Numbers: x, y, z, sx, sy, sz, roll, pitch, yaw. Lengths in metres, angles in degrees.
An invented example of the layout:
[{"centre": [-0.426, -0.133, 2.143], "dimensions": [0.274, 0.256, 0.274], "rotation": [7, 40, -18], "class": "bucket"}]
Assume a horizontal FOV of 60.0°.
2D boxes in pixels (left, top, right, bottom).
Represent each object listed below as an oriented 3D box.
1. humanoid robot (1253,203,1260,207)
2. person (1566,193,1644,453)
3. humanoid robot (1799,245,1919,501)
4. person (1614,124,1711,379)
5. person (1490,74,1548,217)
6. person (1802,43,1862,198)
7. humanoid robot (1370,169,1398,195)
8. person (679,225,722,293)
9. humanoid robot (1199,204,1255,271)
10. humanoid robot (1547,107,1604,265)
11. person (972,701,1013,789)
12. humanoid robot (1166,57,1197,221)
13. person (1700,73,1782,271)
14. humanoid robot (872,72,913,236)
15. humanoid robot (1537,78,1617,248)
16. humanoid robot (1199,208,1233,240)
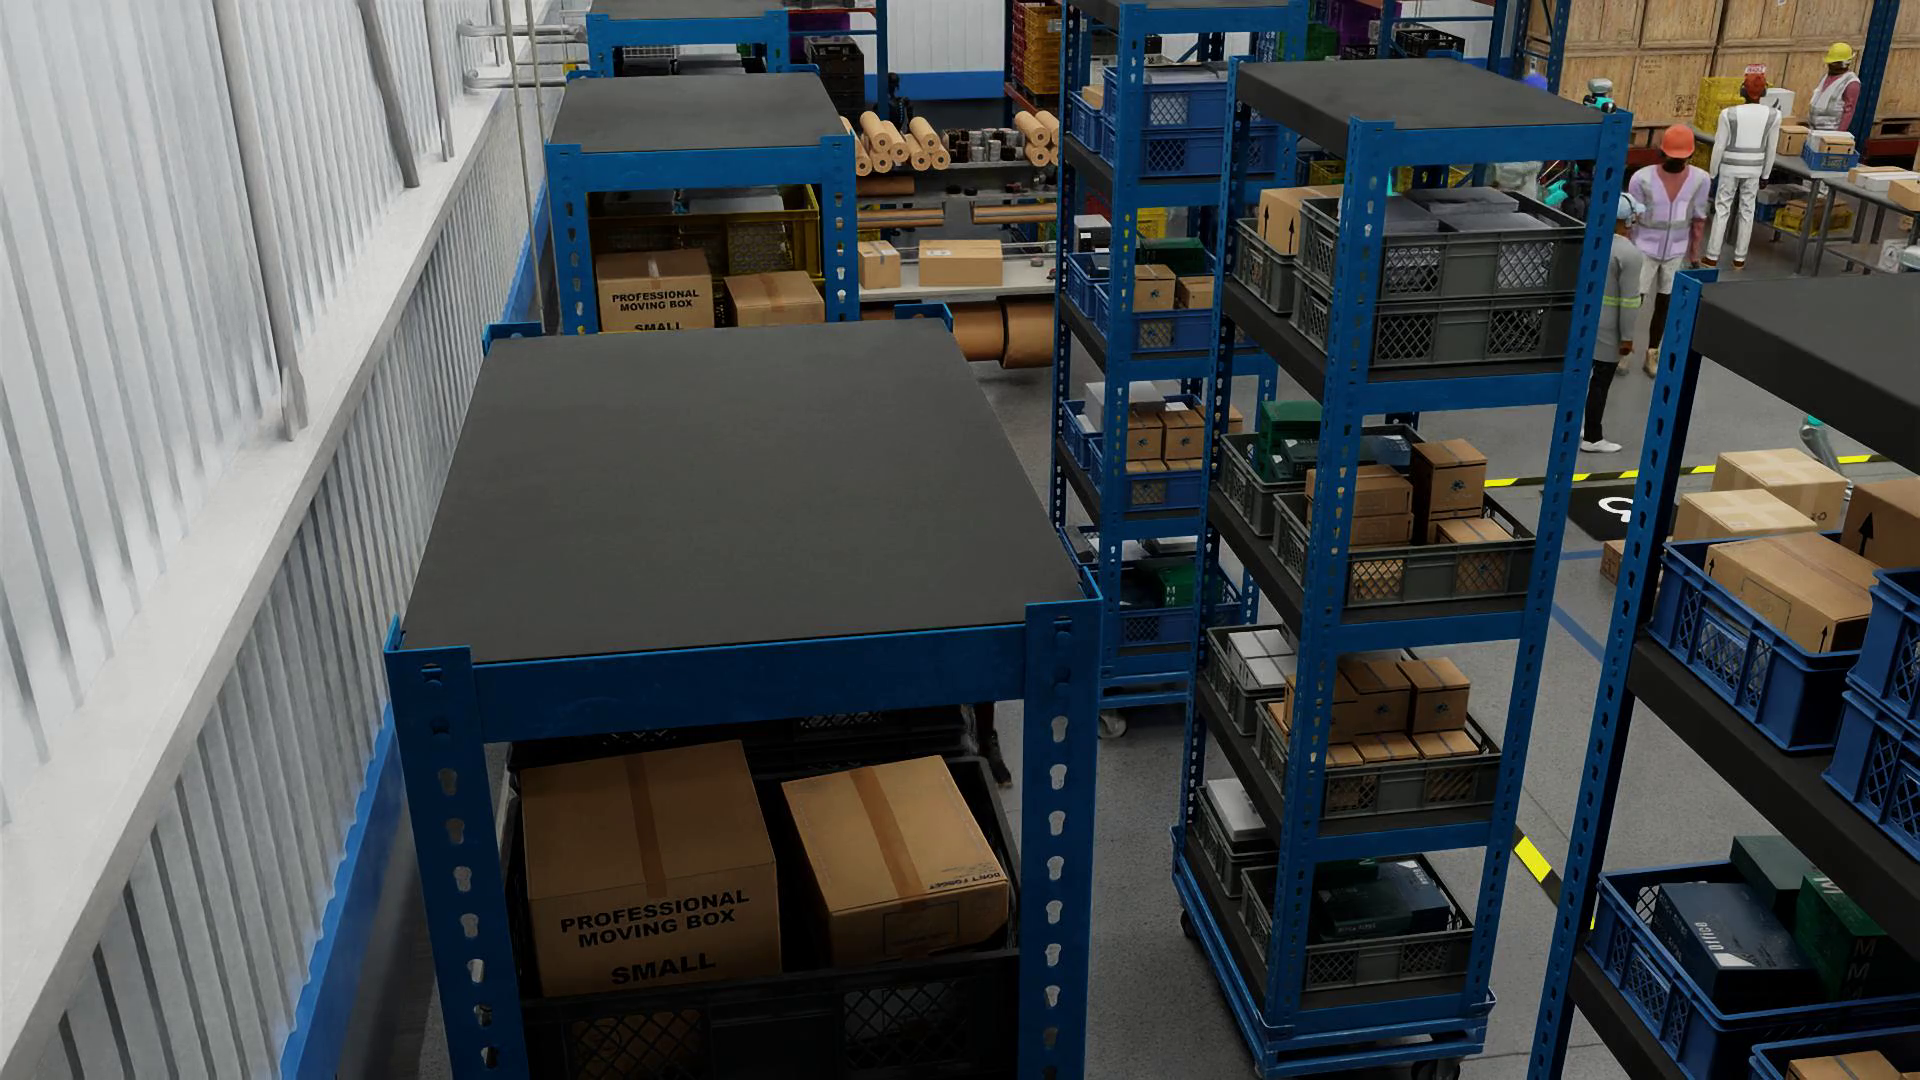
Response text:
[{"centre": [3.173, -4.514, 18.451], "dimensions": [0.675, 1.629, 0.593], "rotation": [3, 25, 7], "class": "humanoid robot"}, {"centre": [4.550, -1.527, 11.722], "dimensions": [0.364, 1.852, 0.595], "rotation": [-9, 26, -18], "class": "person"}, {"centre": [5.799, -1.094, 10.765], "dimensions": [0.735, 1.672, 0.533], "rotation": [15, 28, 29], "class": "humanoid robot"}, {"centre": [5.541, -2.273, 13.147], "dimensions": [0.620, 2.027, 0.427], "rotation": [3, 25, 6], "class": "person"}, {"centre": [5.301, -3.525, 15.981], "dimensions": [0.610, 1.921, 0.840], "rotation": [-7, 25, -14], "class": "person"}, {"centre": [9.513, -4.527, 18.280], "dimensions": [0.403, 1.822, 0.587], "rotation": [-4, 25, -9], "class": "person"}, {"centre": [3.811, -2.615, 14.212], "dimensions": [0.919, 1.727, 0.571], "rotation": [7, 26, 15], "class": "humanoid robot"}, {"centre": [-1.748, -1.366, 11.386], "dimensions": [0.429, 1.844, 0.620], "rotation": [-12, 28, -25], "class": "person"}, {"centre": [2.462, -3.038, 15.228], "dimensions": [0.585, 1.645, 0.549], "rotation": [-4, 25, -8], "class": "humanoid robot"}, {"centre": [5.943, -3.279, 15.782], "dimensions": [0.605, 1.643, 0.666], "rotation": [-17, 30, -32], "class": "humanoid robot"}, {"centre": [-0.086, 0.159, 7.988], "dimensions": [0.595, 1.915, 1.006], "rotation": [-12, 27, -24], "class": "person"}, {"centre": [2.477, -4.305, 17.923], "dimensions": [0.536, 1.819, 0.684], "rotation": [7, 26, 15], "class": "humanoid robot"}, {"centre": [7.532, -3.544, 16.071], "dimensions": [0.573, 1.883, 0.355], "rotation": [5, 25, 11], "class": "person"}, {"centre": [-0.659, -4.000, 17.355], "dimensions": [0.607, 1.693, 0.415], "rotation": [-21, 32, -37], "class": "humanoid robot"}, {"centre": [5.982, -3.688, 16.435], "dimensions": [0.738, 1.695, 0.530], "rotation": [-2, 25, -4], "class": "humanoid robot"}, {"centre": [2.626, -4.025, 17.351], "dimensions": [0.530, 1.770, 1.023], "rotation": [-7, 26, -15], "class": "humanoid robot"}]
